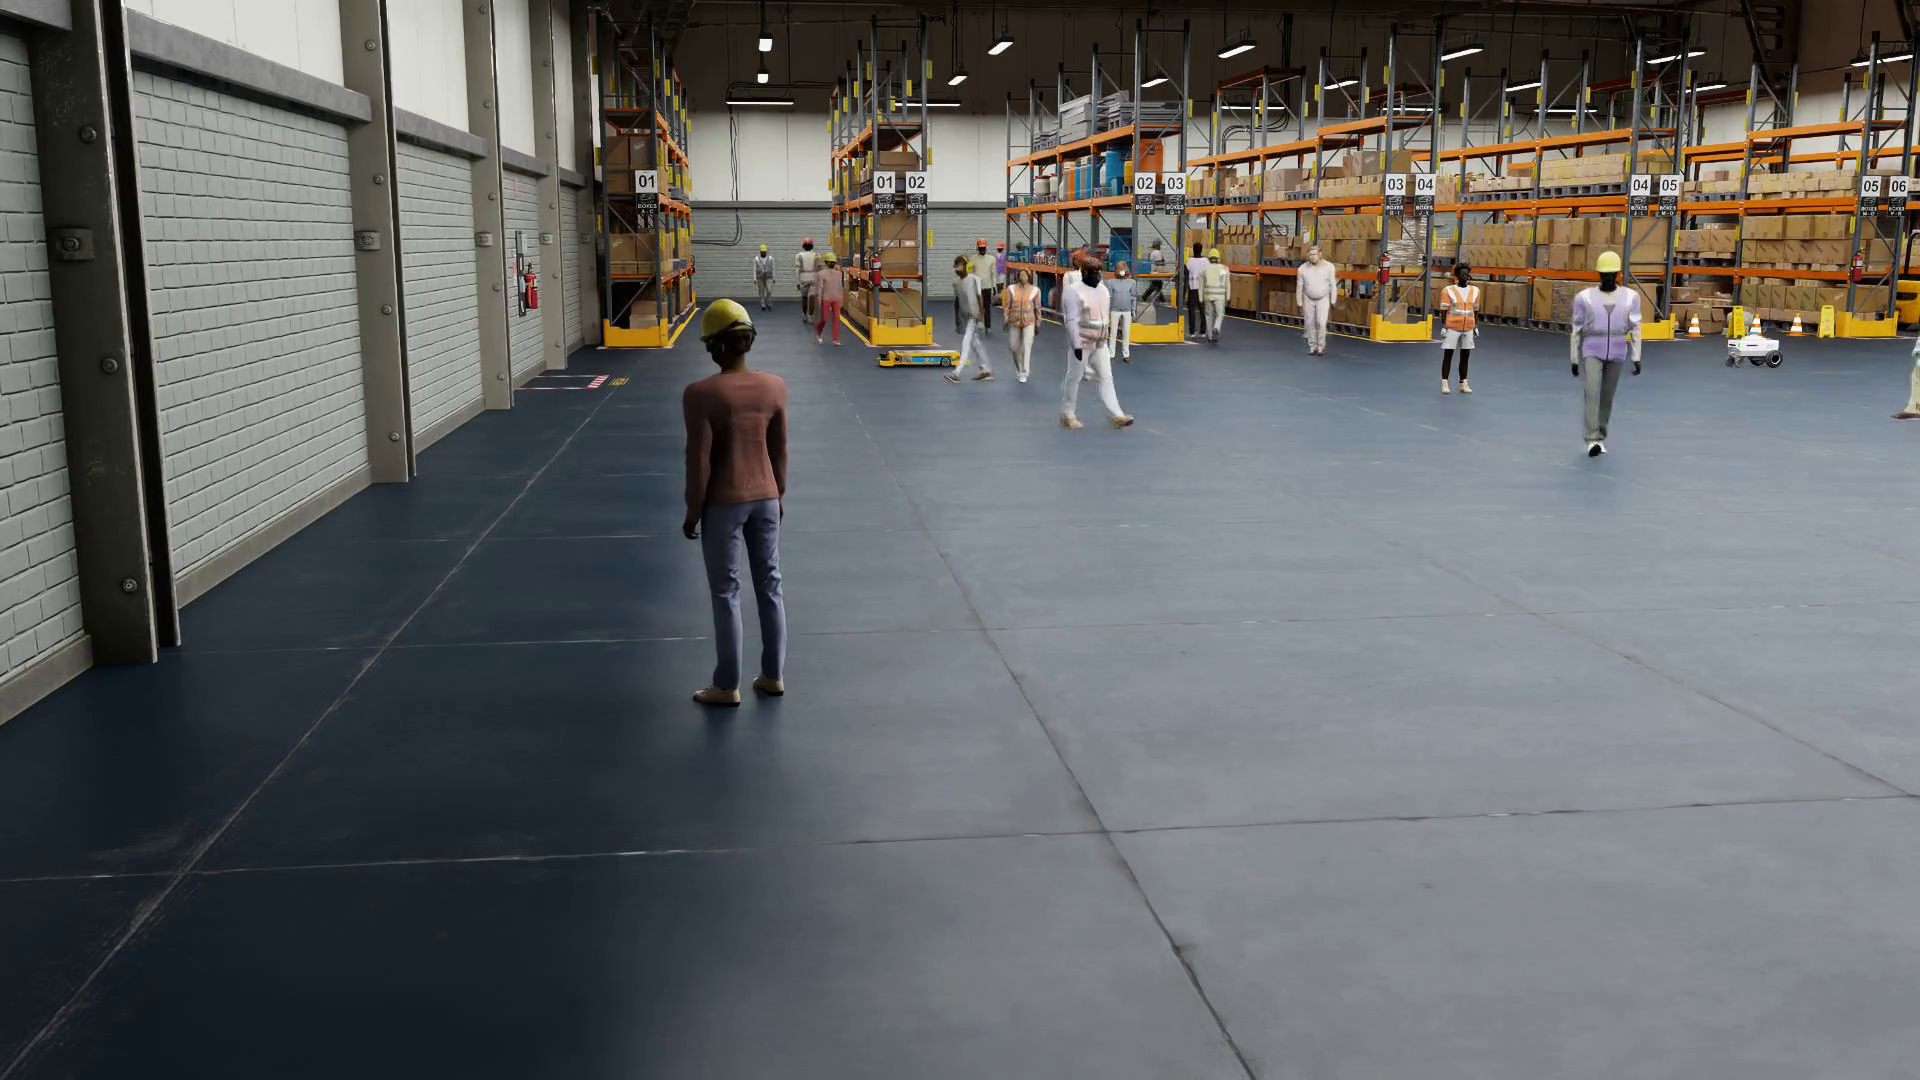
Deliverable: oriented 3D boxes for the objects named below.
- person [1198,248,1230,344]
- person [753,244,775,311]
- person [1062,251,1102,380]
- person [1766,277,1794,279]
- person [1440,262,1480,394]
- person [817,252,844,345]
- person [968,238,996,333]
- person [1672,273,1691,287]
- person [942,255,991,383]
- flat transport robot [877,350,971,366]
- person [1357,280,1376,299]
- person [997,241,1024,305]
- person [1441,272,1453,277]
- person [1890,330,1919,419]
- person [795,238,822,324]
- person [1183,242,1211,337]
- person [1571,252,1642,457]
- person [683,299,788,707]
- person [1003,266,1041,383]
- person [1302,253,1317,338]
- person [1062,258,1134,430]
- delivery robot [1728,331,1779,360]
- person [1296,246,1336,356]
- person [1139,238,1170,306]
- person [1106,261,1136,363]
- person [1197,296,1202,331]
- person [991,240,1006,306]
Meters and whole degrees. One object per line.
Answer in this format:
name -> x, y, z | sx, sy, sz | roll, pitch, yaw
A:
person -> 4.791, -4.598, 31.403 | 0.607, 1.820, 0.591 | 3, 11, 17
person -> -5.353, -7.173, 45.546 | 0.625, 1.806, 0.763 | -2, 11, -12
person -> 1.776, -3.217, 23.836 | 0.631, 1.823, 1.004 | 1, 10, 3
person -> 19.176, -5.977, 38.936 | 0.662, 1.827, 0.447 | -1, 10, -7
person -> 6.469, -2.737, 21.544 | 0.540, 1.696, 0.316 | -1, 10, -7
person -> -2.465, -4.533, 31.275 | 0.532, 1.738, 0.652 | -5, 12, -28
person -> 0.461, -5.338, 34.980 | 0.622, 1.994, 0.381 | -1, 10, -7
person -> 19.121, -6.950, 44.018 | 0.614, 1.932, 0.965 | -2, 11, -10
person -> 0.101, -3.079, 23.242 | 1.121, 1.762, 0.533 | -10, 14, -44
flat transport robot -> -0.576, -2.871, 26.185 | 1.431, 0.197, 0.652 | -1, 10, -7
person -> 10.223, -6.468, 42.022 | 0.538, 1.680, 0.641 | -1, 10, -5
person -> 1.522, -7.711, 48.280 | 0.827, 1.901, 0.650 | 1, 10, 4
person -> 15.175, -8.355, 51.655 | 1.003, 1.954, 0.628 | 6, 12, 29
person -> 10.772, -2.096, 18.285 | 0.766, 1.600, 0.507 | 8, 13, 38
person -> -3.543, -6.069, 38.987 | 0.613, 1.989, 1.032 | -1, 10, -3
person -> 4.808, -5.057, 33.660 | 0.596, 1.914, 0.373 | -2, 10, -9
person -> 5.964, -1.696, 15.338 | 0.592, 1.883, 0.958 | 2, 10, 9
person -> -0.976, -0.157, 7.222 | 0.522, 1.765, 0.317 | -9, 14, -41
person -> 0.887, -3.030, 23.341 | 0.532, 1.619, 0.579 | 2, 11, 11
person -> 7.060, -4.948, 33.580 | 0.499, 1.732, 0.366 | -2, 11, -11
person -> 1.422, -2.039, 17.430 | 0.638, 1.798, 0.944 | -8, 13, -38
delivery robot -> 12.382, -3.019, 25.965 | 0.707, 0.478, 0.477 | -1, 10, -7
person -> 6.053, -4.068, 28.361 | 0.660, 1.868, 0.764 | 4, 11, 21
person -> 5.713, -7.889, 48.844 | 0.912, 2.000, 0.685 | 0, 10, -3
person -> 2.587, -3.656, 26.753 | 0.507, 1.633, 0.278 | -1, 10, -7
person -> 5.101, -5.010, 34.284 | 0.506, 1.595, 0.863 | -2, 11, -13
person -> 1.167, -7.837, 48.893 | 0.406, 1.913, 0.650 | -9, 14, -41
